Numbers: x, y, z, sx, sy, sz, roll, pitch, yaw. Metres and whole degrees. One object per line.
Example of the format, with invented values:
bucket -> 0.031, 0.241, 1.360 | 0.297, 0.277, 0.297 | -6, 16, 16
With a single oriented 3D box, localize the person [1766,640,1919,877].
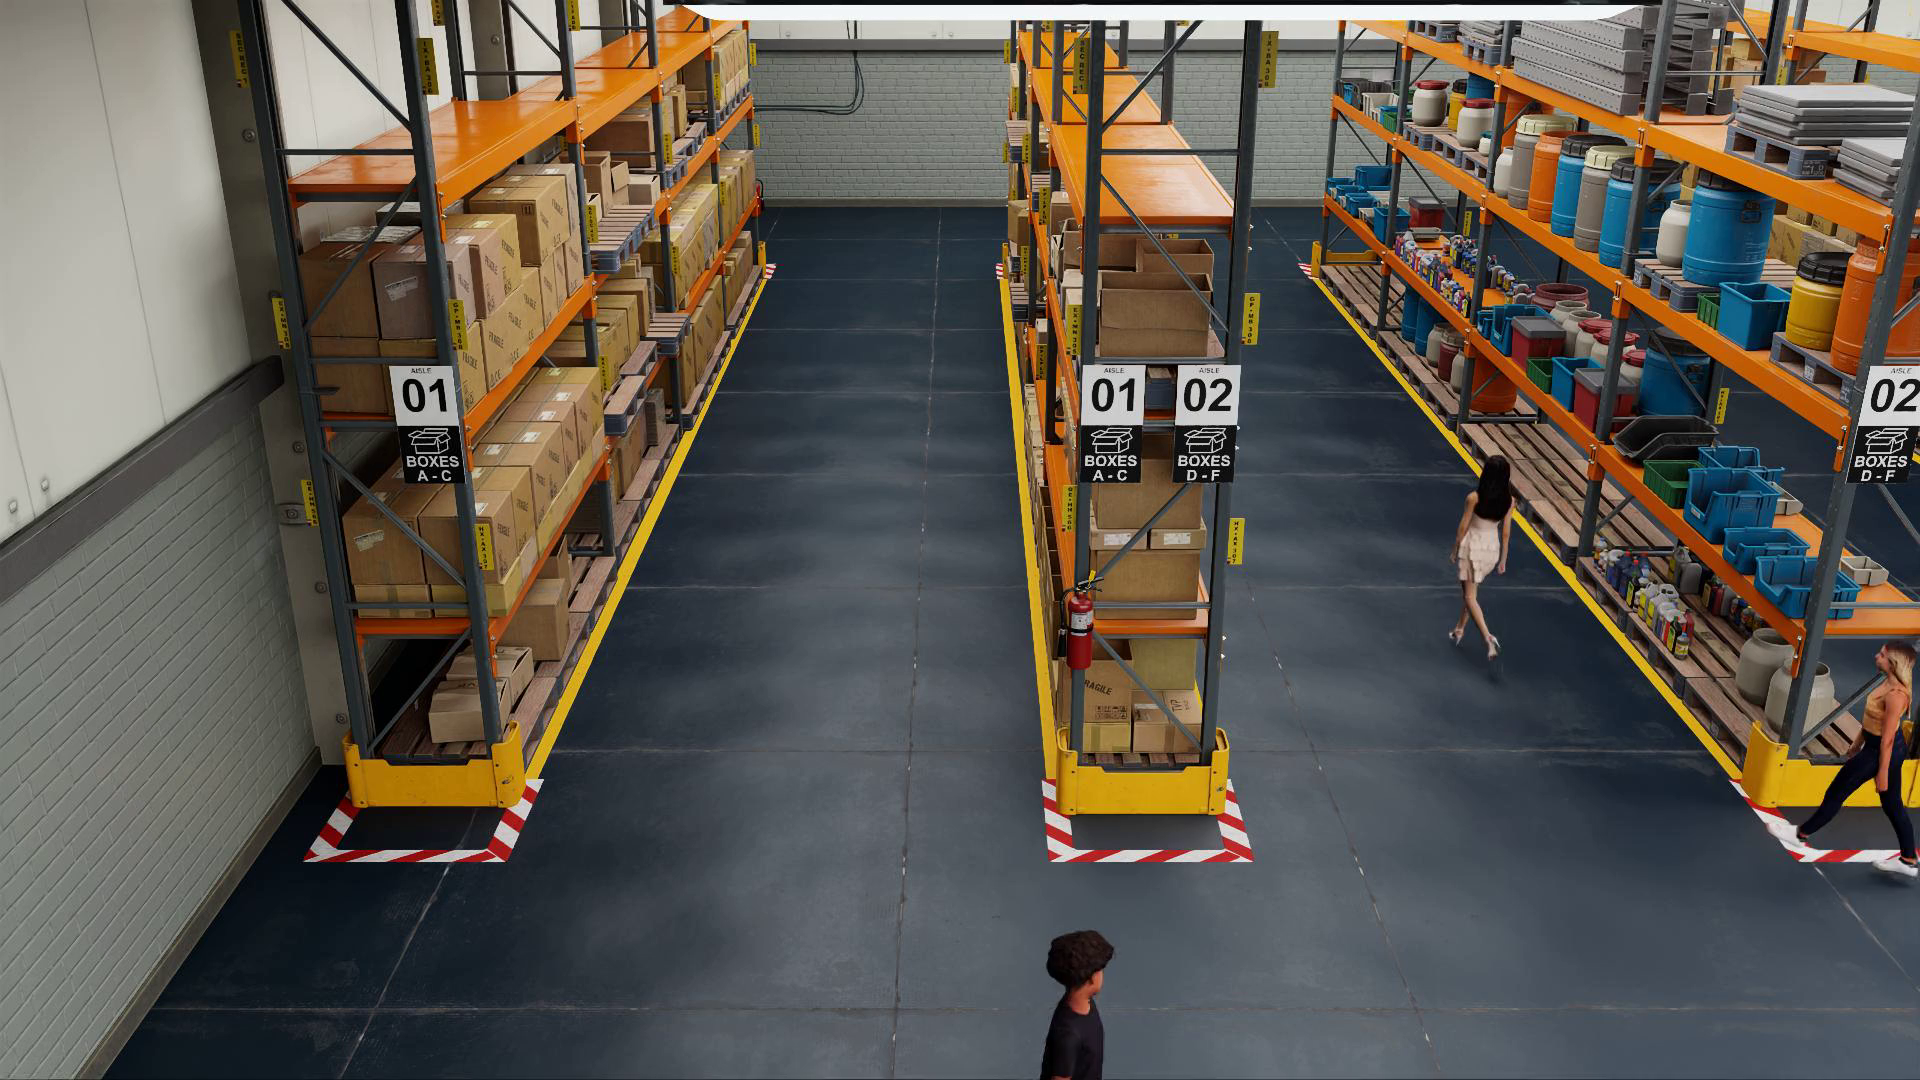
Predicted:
person -> 5.952, 1.430, 10.611 | 1.045, 1.578, 1.143 | 13, 26, 29

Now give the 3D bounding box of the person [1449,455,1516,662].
person -> 4.247, 0.190, 13.482 | 0.705, 1.701, 1.054 | -4, 23, -9

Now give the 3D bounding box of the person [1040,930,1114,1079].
person -> 0.425, 2.622, 7.453 | 0.931, 1.764, 0.616 | 12, 25, 27
